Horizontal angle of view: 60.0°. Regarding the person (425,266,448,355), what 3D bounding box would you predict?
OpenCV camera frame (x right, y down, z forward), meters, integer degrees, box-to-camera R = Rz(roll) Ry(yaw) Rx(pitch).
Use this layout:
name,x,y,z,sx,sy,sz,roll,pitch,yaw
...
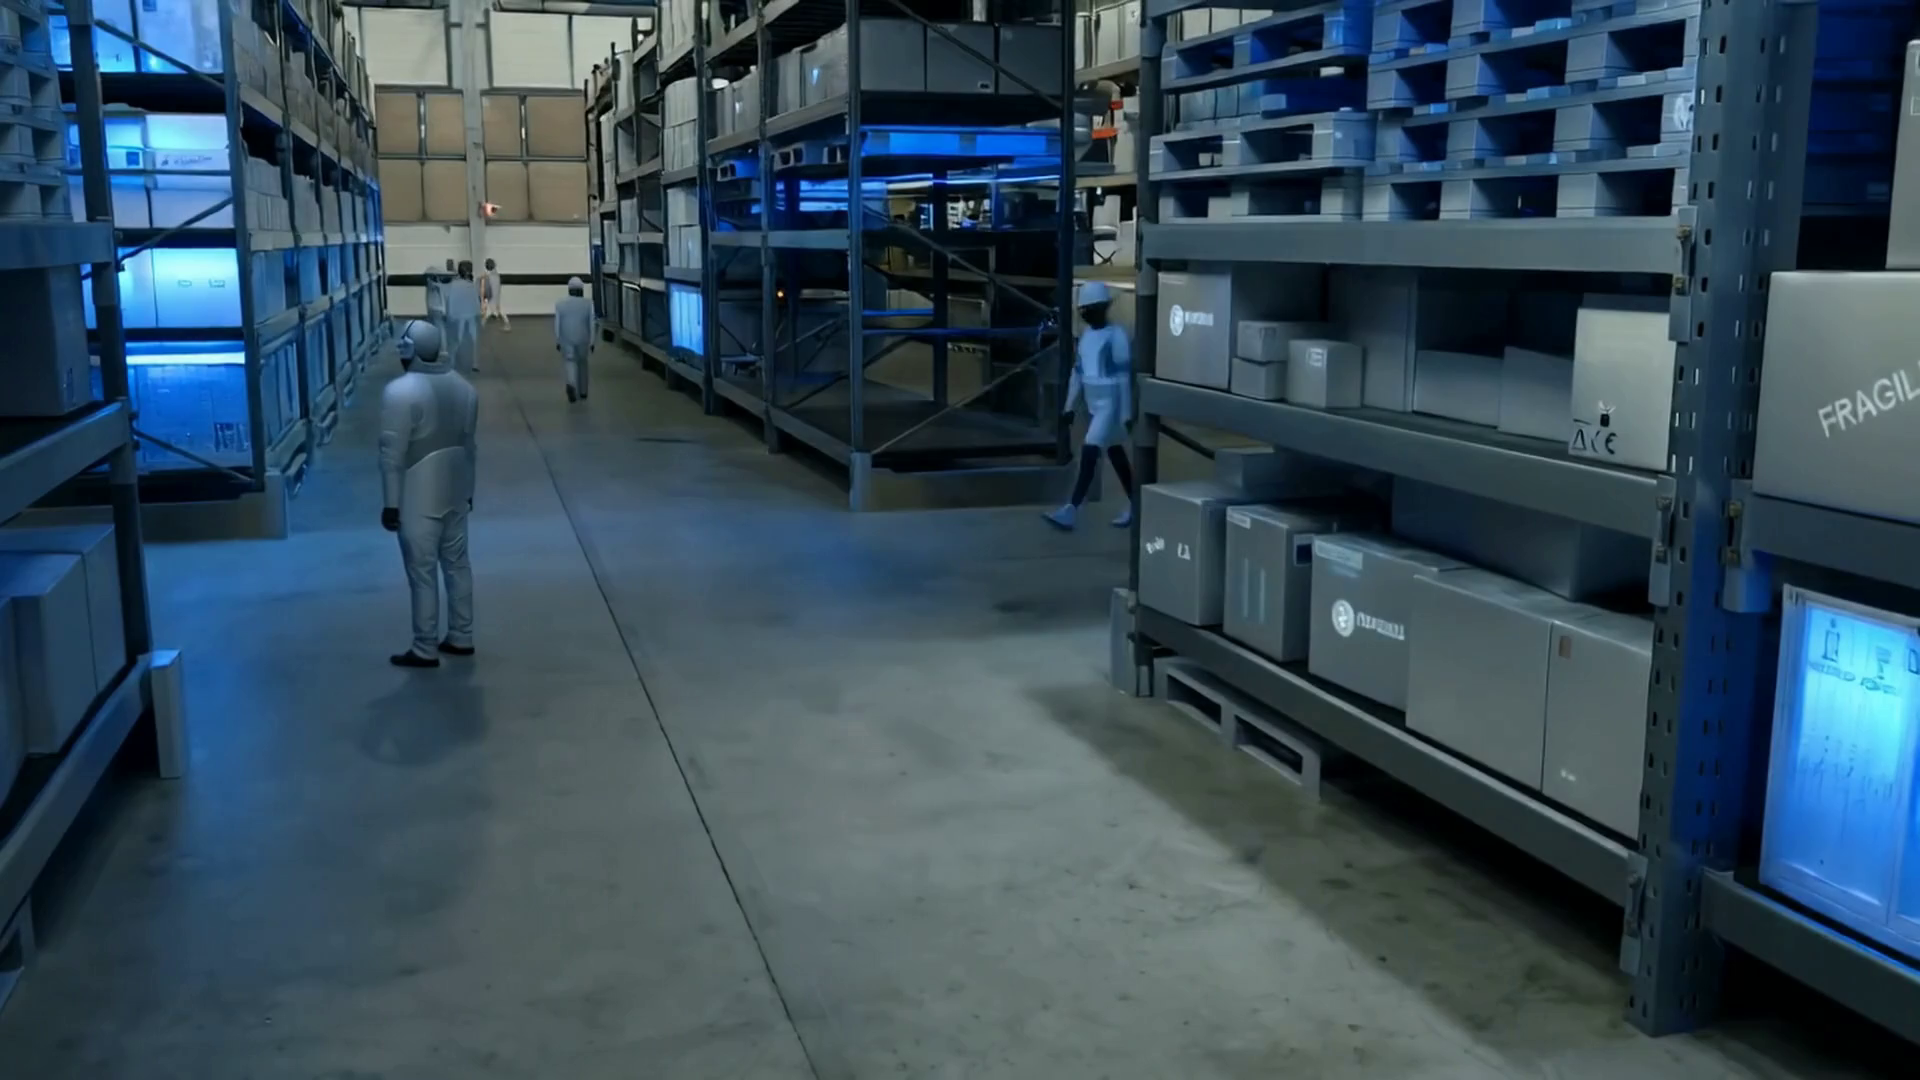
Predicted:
name,x,y,z,sx,sy,sz,roll,pitch,yaw
person,-10.434,-4.550,33.071,0.535,1.767,0.317,6,12,30

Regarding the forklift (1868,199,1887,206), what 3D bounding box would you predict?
name,x,y,z,sx,sy,sz,roll,pitch,yaw
forklift,11.338,-2.915,21.052,1.129,2.768,1.873,-3,11,-17

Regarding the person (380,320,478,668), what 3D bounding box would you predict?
name,x,y,z,sx,sy,sz,roll,pitch,yaw
person,-2.935,-0.254,9.160,0.400,1.902,0.642,5,11,25

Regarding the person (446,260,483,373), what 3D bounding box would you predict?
name,x,y,z,sx,sy,sz,roll,pitch,yaw
person,-8.641,-3.889,28.921,0.642,1.956,0.739,-10,14,-43

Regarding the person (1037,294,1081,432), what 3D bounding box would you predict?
name,x,y,z,sx,sy,sz,roll,pitch,yaw
person,1.168,-2.060,19.647,0.544,1.688,0.399,-4,11,-19

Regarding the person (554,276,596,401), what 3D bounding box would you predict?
name,x,y,z,sx,sy,sz,roll,pitch,yaw
person,-5.546,-2.901,23.963,0.594,1.787,0.890,-2,11,-11

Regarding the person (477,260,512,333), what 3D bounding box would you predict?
name,x,y,z,sx,sy,sz,roll,pitch,yaw
person,-11.503,-5.975,40.838,0.983,1.793,0.637,-3,11,-18

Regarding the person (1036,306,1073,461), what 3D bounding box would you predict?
name,x,y,z,sx,sy,sz,roll,pitch,yaw
person,1.004,-1.653,17.581,0.288,1.626,0.497,-7,13,-35

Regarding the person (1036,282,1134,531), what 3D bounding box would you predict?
name,x,y,z,sx,sy,sz,roll,pitch,yaw
person,1.067,-1.054,13.296,1.079,1.978,0.606,-4,11,-22
